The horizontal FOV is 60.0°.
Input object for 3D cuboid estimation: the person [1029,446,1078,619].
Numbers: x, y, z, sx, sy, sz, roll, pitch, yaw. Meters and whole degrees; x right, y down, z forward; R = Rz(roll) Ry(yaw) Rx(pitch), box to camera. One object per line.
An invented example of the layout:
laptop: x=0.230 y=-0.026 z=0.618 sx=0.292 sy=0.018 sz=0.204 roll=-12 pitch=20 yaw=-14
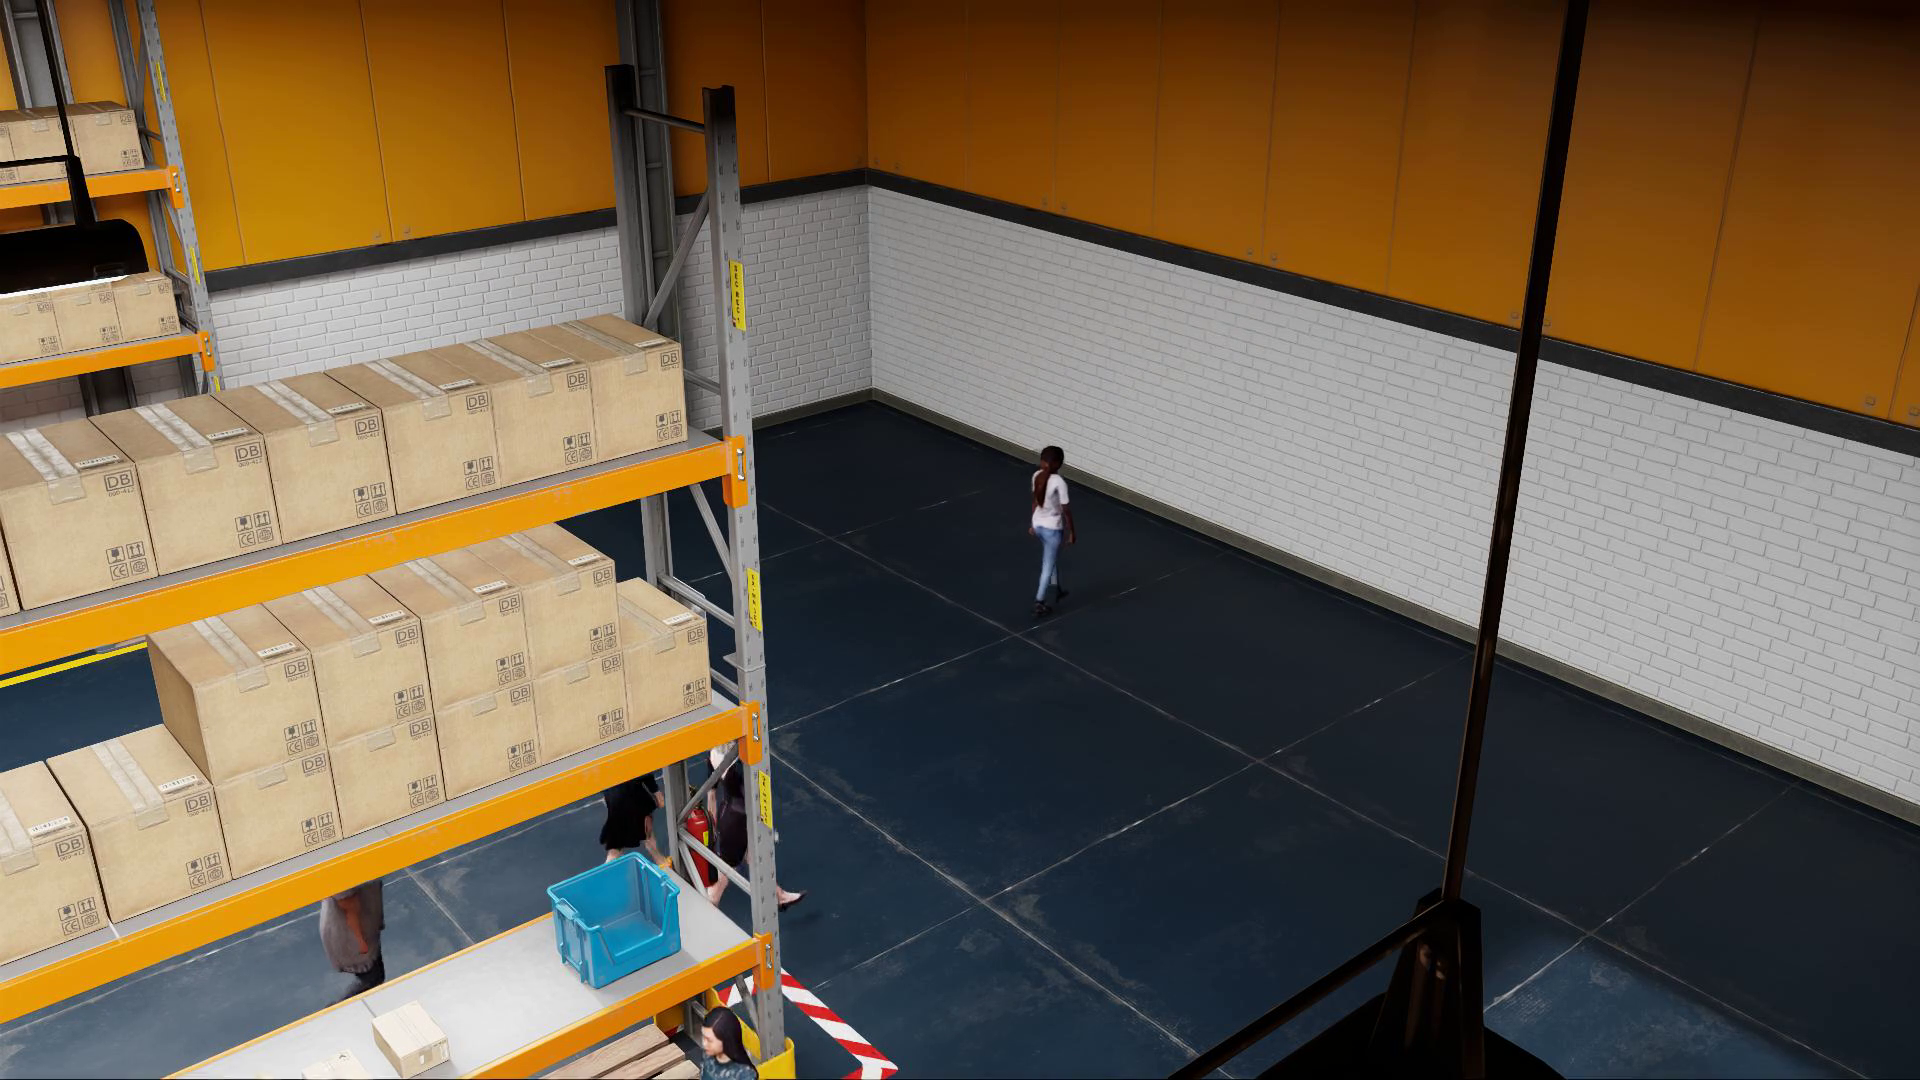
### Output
person: x=0.789 y=-0.064 z=15.854 sx=0.800 sy=1.702 sz=0.591 roll=-18 pitch=30 yaw=-36

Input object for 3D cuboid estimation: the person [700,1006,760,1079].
person: x=-1.092 y=3.096 z=8.619 sx=0.968 sy=1.707 sz=0.618 roll=-21 pitch=31 yaw=-39

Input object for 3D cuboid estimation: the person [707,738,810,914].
person: x=-1.581 y=1.999 z=11.048 sx=1.207 sy=1.771 sz=0.651 roll=-15 pitch=28 yaw=-31
